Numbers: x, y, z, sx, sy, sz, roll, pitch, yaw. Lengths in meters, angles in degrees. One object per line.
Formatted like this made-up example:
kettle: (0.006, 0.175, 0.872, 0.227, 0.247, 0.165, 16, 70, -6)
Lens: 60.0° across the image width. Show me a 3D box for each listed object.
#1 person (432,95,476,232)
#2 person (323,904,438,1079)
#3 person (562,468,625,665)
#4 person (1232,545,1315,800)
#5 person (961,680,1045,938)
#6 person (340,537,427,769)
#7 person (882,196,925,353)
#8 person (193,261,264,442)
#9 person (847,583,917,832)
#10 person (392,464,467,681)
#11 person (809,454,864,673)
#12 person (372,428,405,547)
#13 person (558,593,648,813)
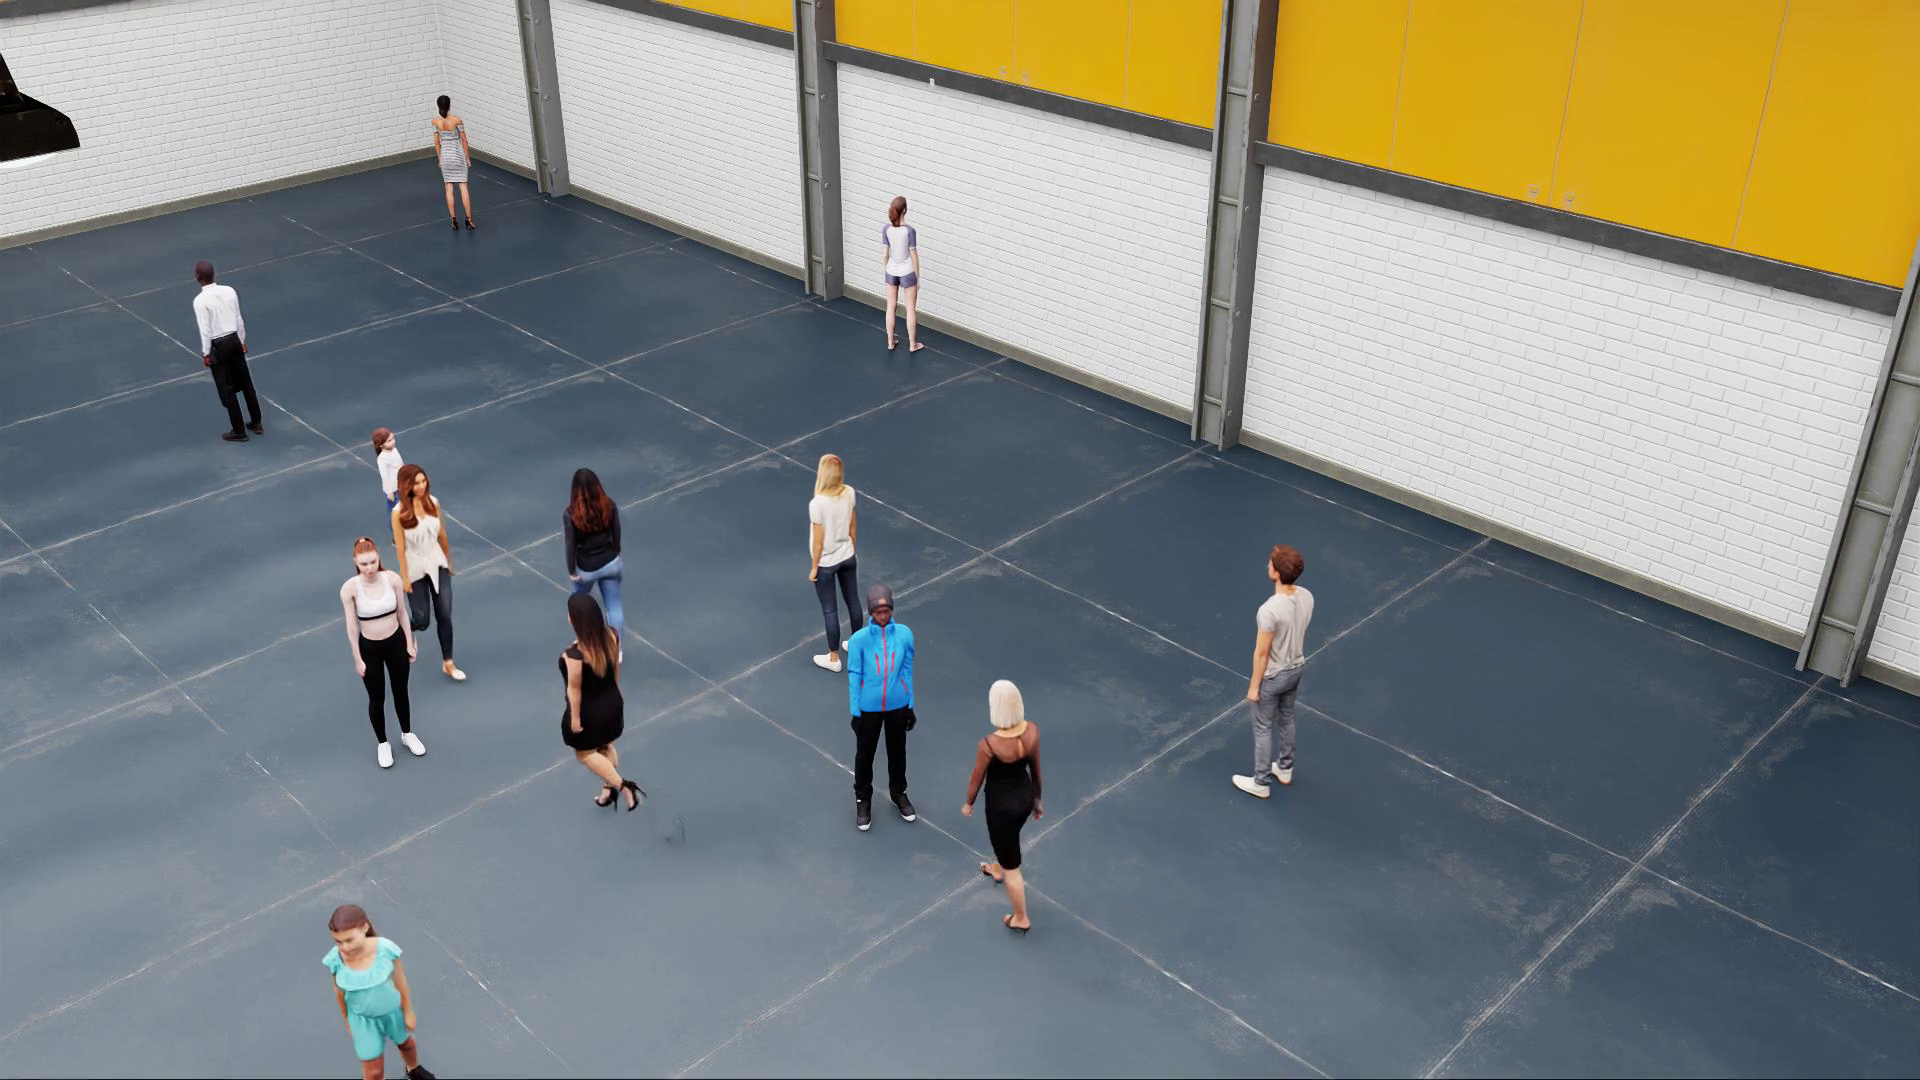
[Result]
person: (-6.799, -5.061, 22.315, 0.674, 1.823, 0.729, -1, 29, -2)
person: (-3.071, 2.463, 8.831, 0.791, 1.525, 0.914, -9, 30, -15)
person: (-2.773, 0.232, 12.823, 0.743, 1.620, 0.825, -14, 31, -23)
person: (2.164, 0.899, 11.313, 0.657, 1.893, 0.554, -23, 36, -36)
person: (0.343, 1.677, 10.077, 0.689, 1.712, 0.946, -19, 34, -31)
person: (-4.066, 0.772, 11.707, 0.625, 1.740, 0.583, -17, 33, -29)
person: (-0.660, -2.964, 18.526, 0.629, 1.767, 0.730, 10, 30, 17)
person: (-7.278, -1.874, 16.458, 0.640, 1.834, 0.704, 14, 32, 25)
person: (-0.522, 1.088, 11.071, 0.691, 1.794, 0.695, -9, 30, -15)
person: (-4.119, 0.233, 12.664, 0.906, 1.770, 0.630, 22, 36, 35)
person: (-0.953, 0.169, 12.741, 0.607, 1.808, 0.483, -25, 37, -37)
person: (-5.000, -0.488, 14.674, 0.585, 1.110, 0.532, 5, 29, 9)
person: (-2.360, 1.150, 11.052, 0.886, 1.703, 0.786, 14, 32, 24)
